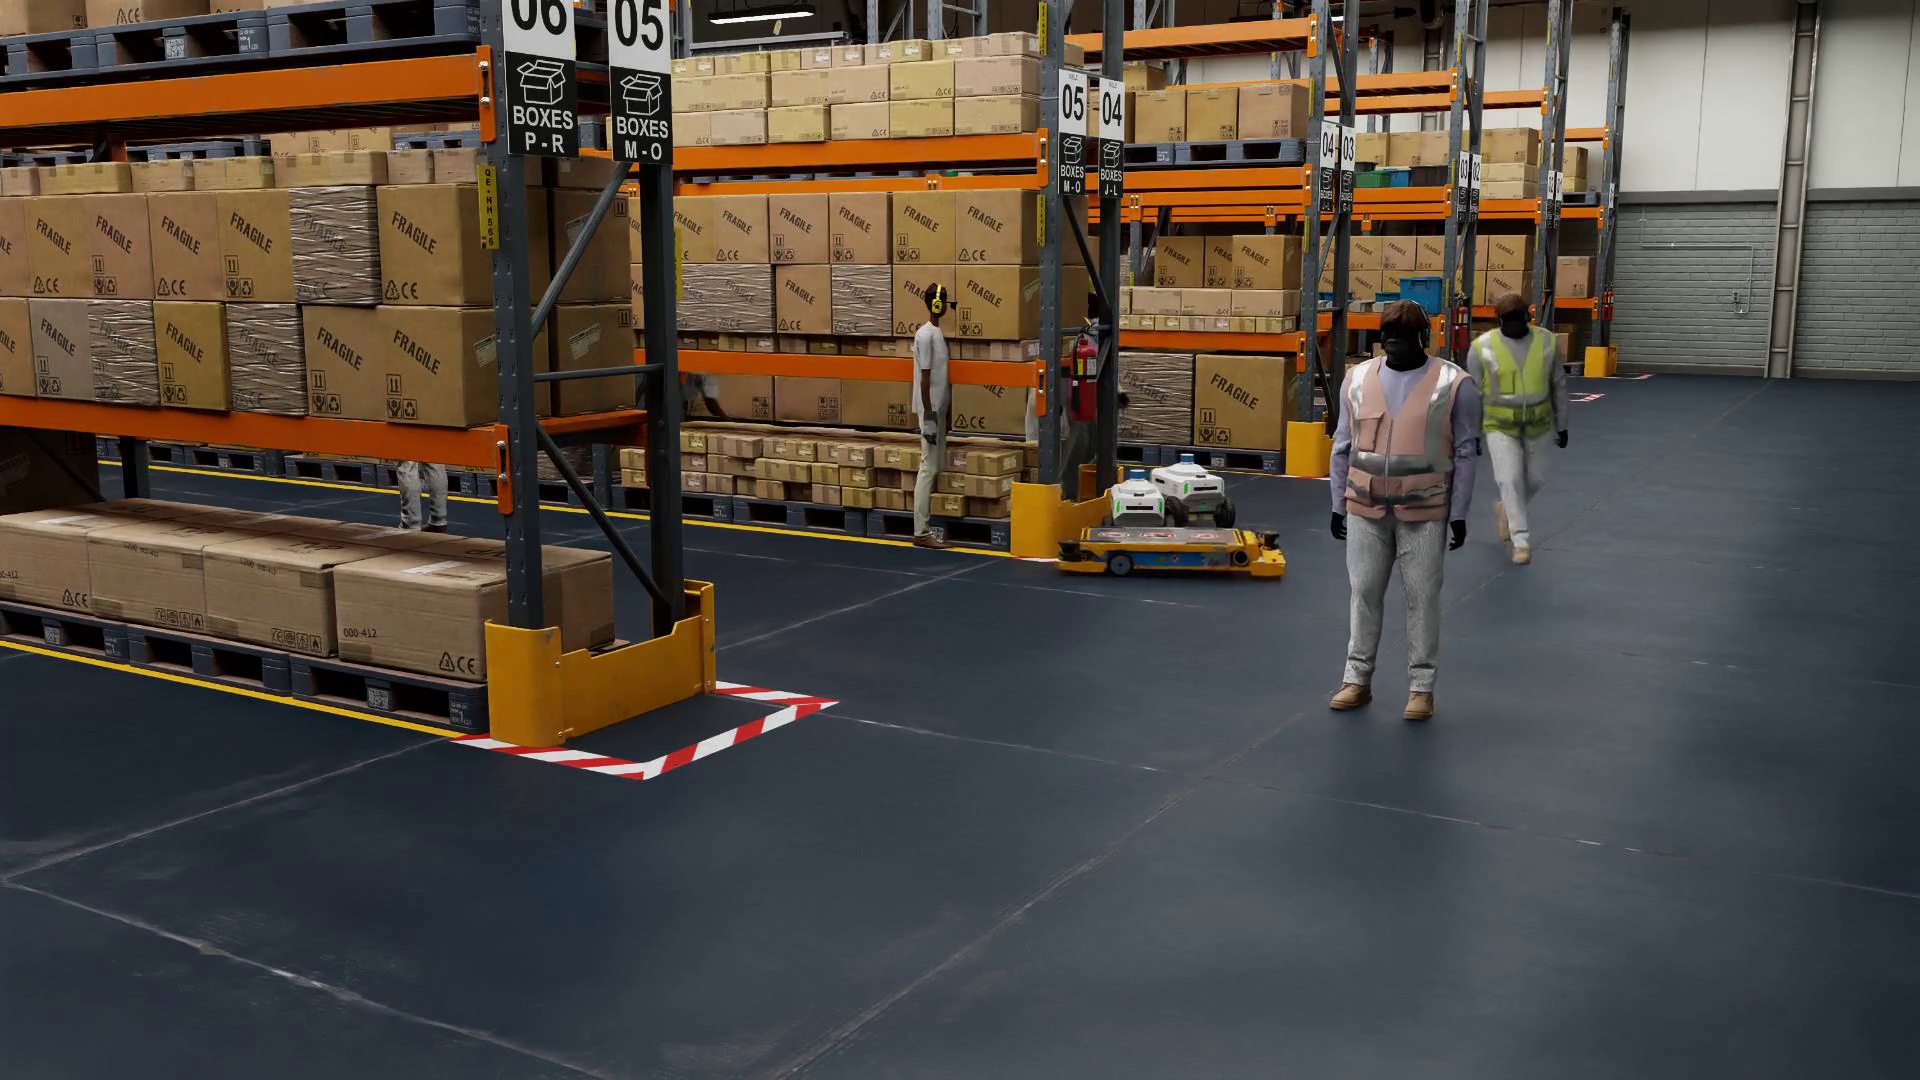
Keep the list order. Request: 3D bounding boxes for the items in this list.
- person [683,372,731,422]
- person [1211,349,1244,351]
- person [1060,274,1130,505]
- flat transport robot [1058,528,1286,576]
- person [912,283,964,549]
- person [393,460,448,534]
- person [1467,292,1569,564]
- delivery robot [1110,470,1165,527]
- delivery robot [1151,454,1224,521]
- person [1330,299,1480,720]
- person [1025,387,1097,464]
[{"bbox_3d":[-2.621,-1.715,16.564,1.001,1.867,0.612,2,10,11],"label":"person"},{"bbox_3d":[3.031,-2.017,18.054,0.650,1.946,0.989,-10,14,-44],"label":"person"},{"bbox_3d":[0.971,-1.178,13.293,0.591,1.899,0.598,8,12,39],"label":"person"},{"bbox_3d":[1.362,0.063,10.790,1.431,0.197,0.652,1,10,6],"label":"flat transport robot"},{"bbox_3d":[-0.160,-0.864,11.586,0.333,1.860,0.510,2,10,13],"label":"person"},{"bbox_3d":[-3.905,-0.944,11.811,0.355,1.938,0.633,5,11,29],"label":"person"},{"bbox_3d":[3.738,-0.773,11.244,0.669,1.807,0.750,1,10,5],"label":"person"},{"bbox_3d":[1.219,-0.243,11.477,0.477,0.478,0.707,1,10,3],"label":"delivery robot"},{"bbox_3d":[1.692,-0.401,12.399,0.477,0.478,0.707,-2,10,-15],"label":"delivery robot"},{"bbox_3d":[1.929,-0.132,7.338,0.636,1.842,0.429,6,11,30],"label":"person"},{"bbox_3d":[0.875,-1.412,14.790,0.860,1.858,0.566,7,12,36],"label":"person"}]
